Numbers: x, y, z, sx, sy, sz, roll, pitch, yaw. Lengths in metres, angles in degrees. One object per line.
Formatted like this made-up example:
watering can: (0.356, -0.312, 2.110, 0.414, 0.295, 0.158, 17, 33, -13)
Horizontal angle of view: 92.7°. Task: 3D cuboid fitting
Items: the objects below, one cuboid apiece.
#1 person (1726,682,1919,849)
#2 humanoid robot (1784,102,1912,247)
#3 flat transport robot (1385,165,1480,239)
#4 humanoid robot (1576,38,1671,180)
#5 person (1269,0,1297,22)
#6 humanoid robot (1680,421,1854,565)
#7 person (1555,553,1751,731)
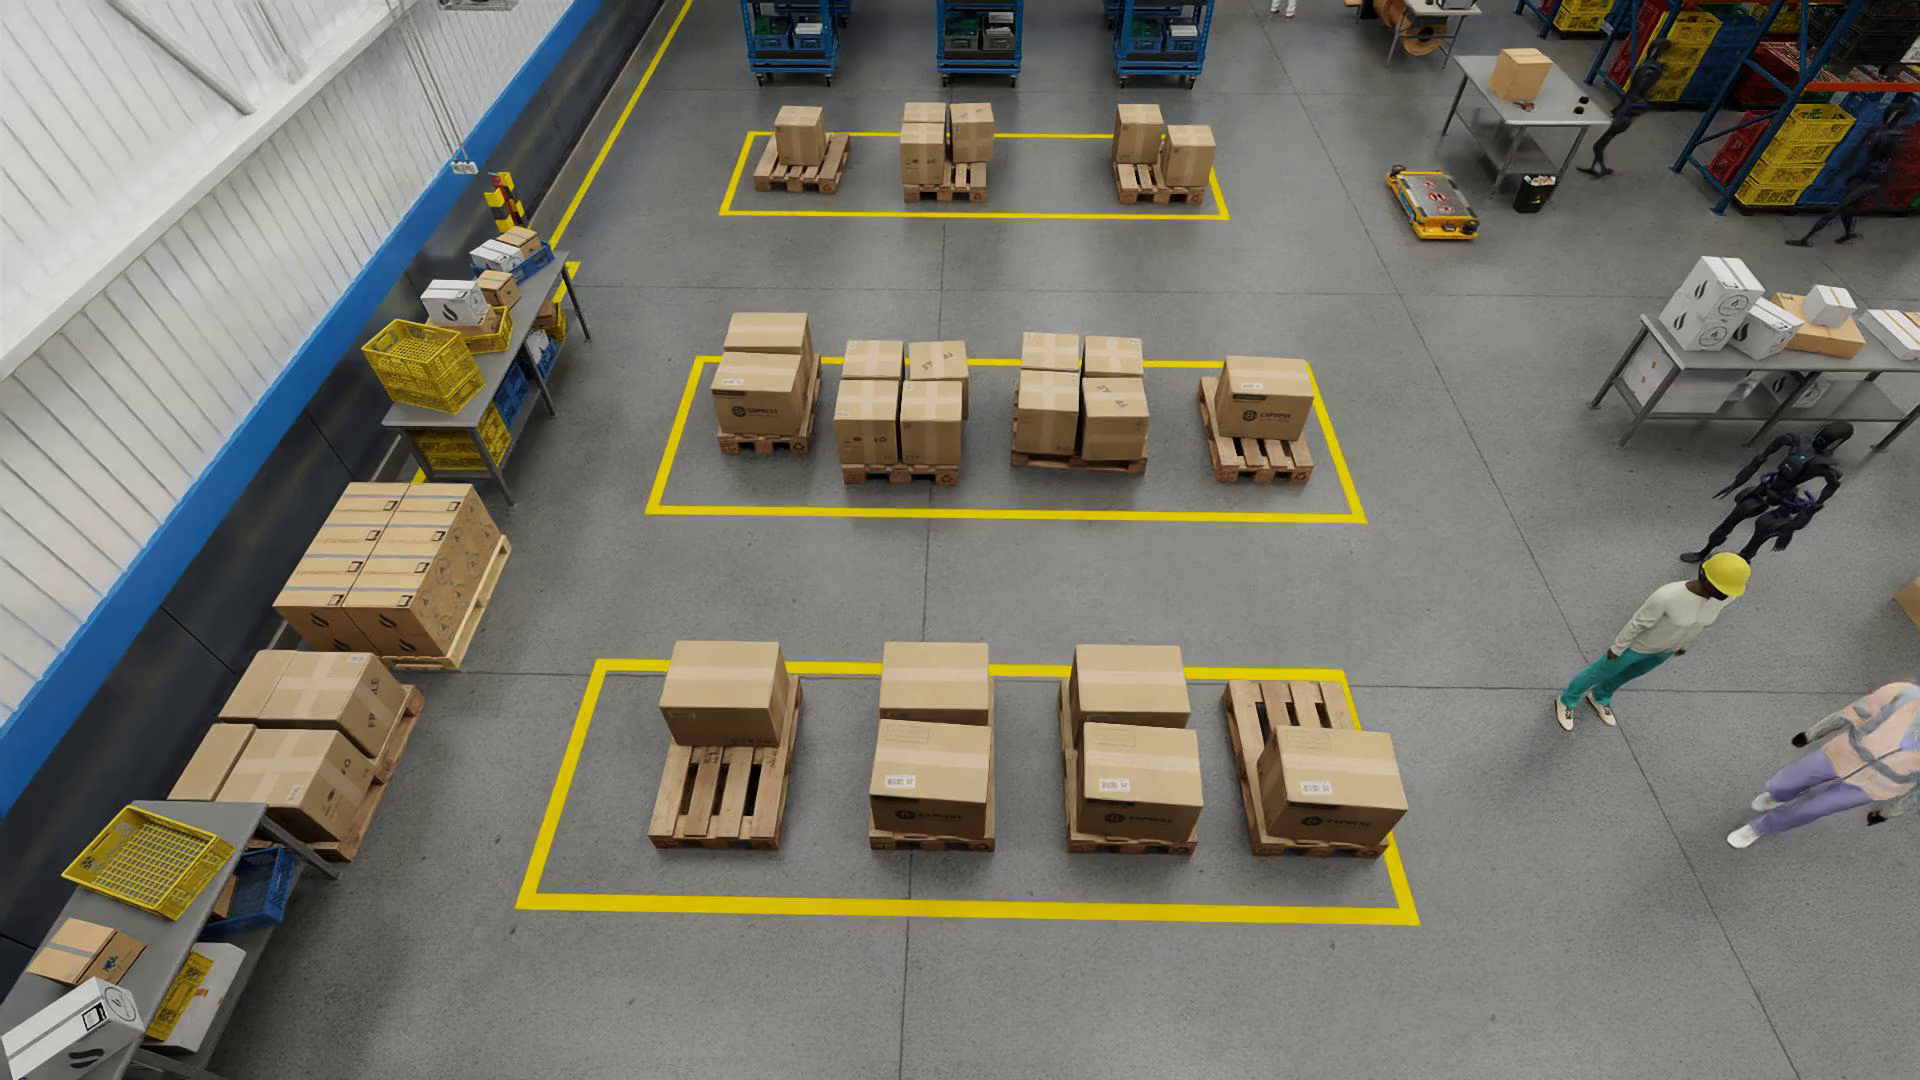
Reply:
person: (5.220, 1.324, 5.305, 0.482, 1.902, 0.627, -19, 52, -16)
humanoid robot: (10.012, -3.964, 10.076, 0.763, 1.621, 0.632, 7, 49, 6)
flat transport robot: (5.692, -4.094, 11.059, 0.652, 0.197, 1.431, 1, 49, 1)
humanoid robot: (8.034, -5.178, 11.080, 0.344, 1.647, 0.640, 26, 54, 20)
person: (5.362, -9.290, 14.517, 0.355, 1.871, 0.573, -34, 57, -26)
humanoid robot: (6.030, -0.256, 6.827, 0.365, 1.648, 0.601, -9, 50, -8)
person: (4.496, 0.684, 5.950, 0.533, 1.767, 0.312, -4, 49, -3)
